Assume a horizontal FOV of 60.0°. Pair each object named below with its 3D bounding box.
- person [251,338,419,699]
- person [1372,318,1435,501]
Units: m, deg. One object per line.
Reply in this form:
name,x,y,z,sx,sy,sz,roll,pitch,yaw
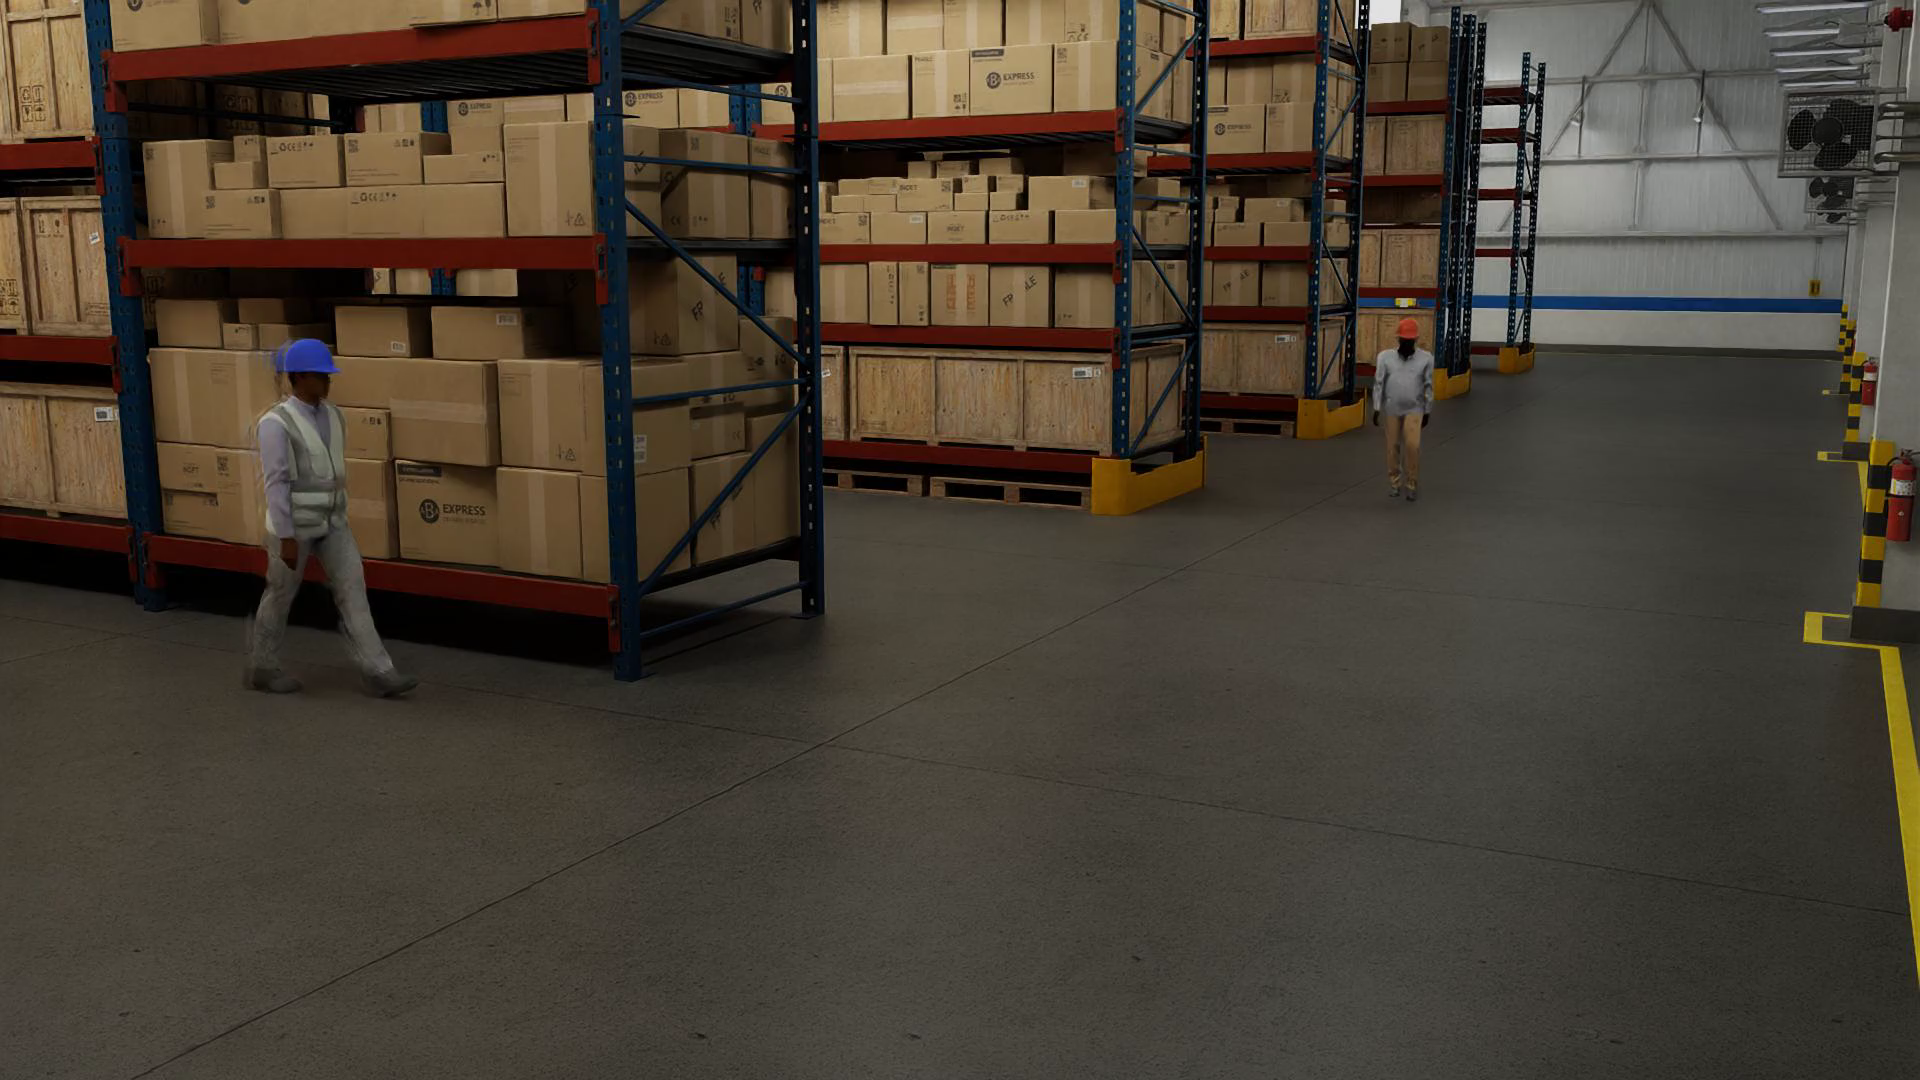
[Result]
person,-3.357,-0.096,8.650,1.027,1.894,0.635,4,10,21
person,4.163,-1.221,15.677,0.556,1.712,0.800,3,10,18
